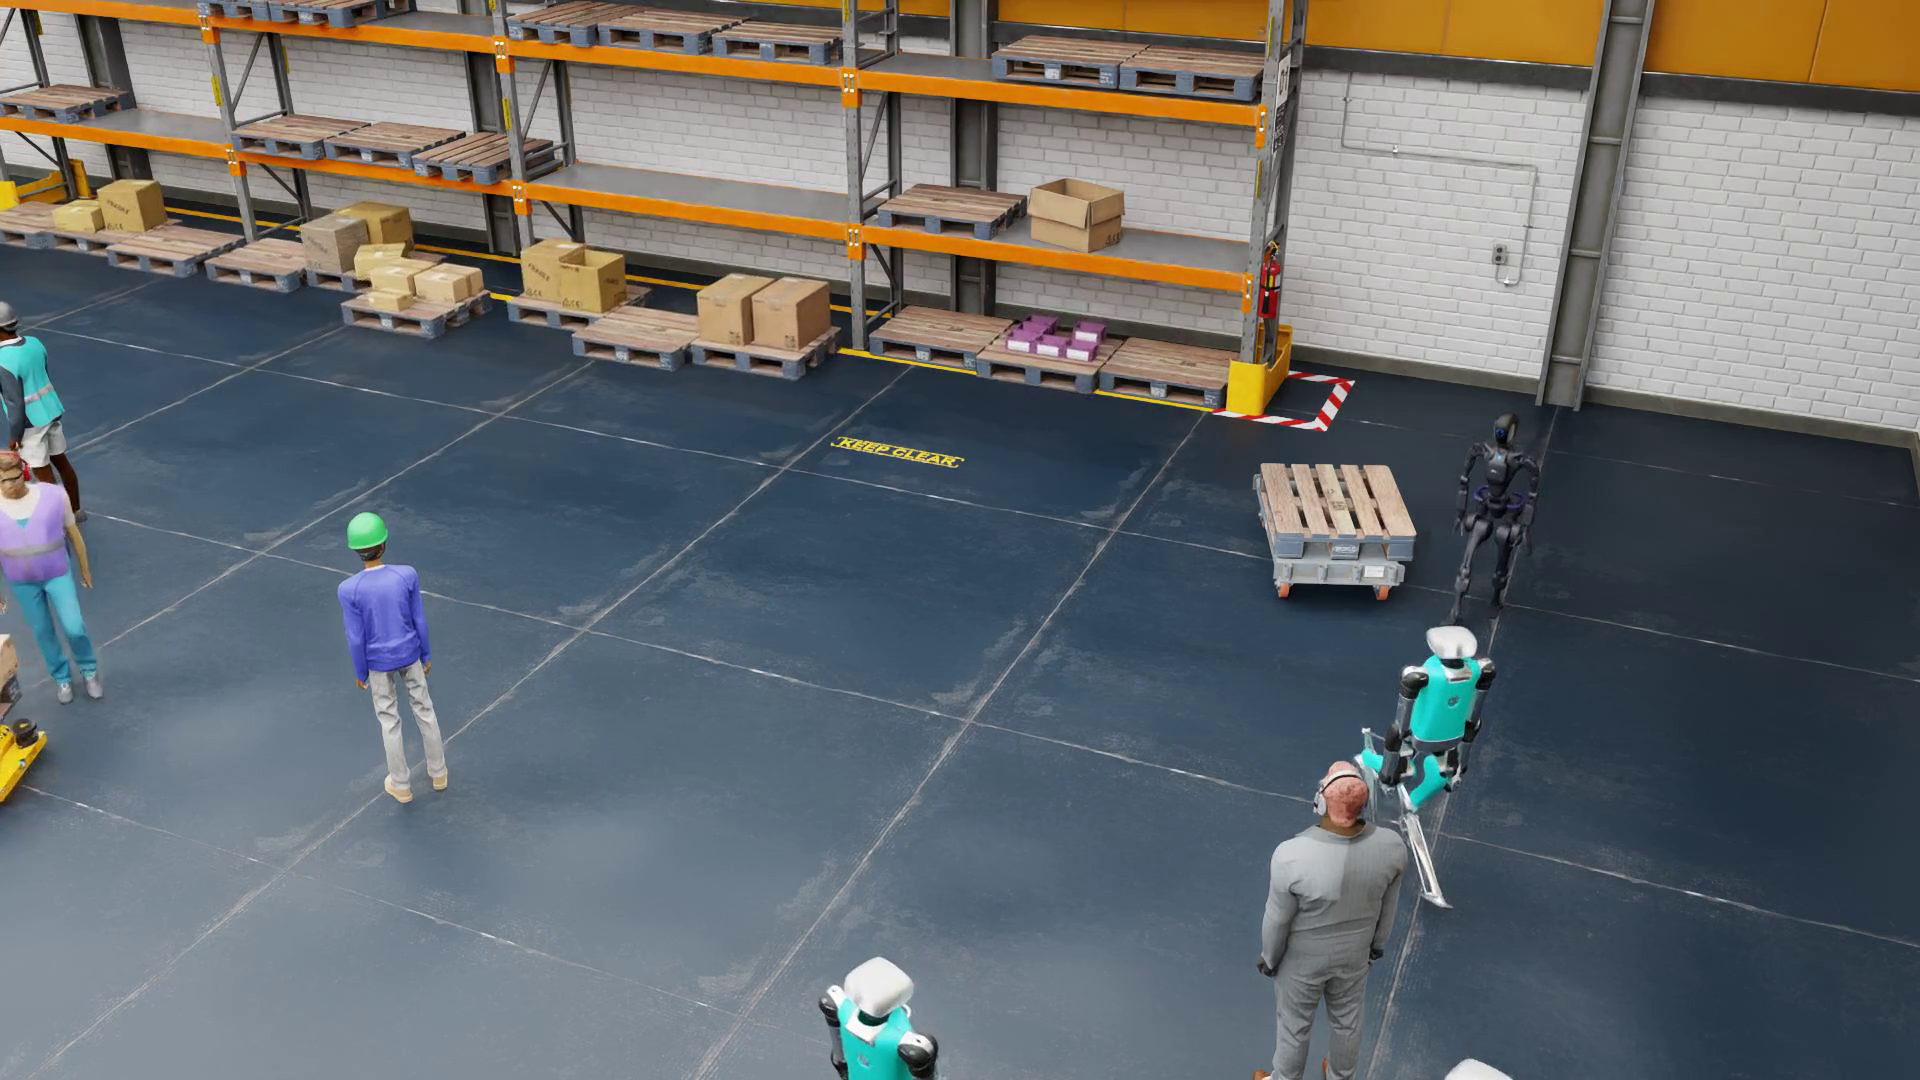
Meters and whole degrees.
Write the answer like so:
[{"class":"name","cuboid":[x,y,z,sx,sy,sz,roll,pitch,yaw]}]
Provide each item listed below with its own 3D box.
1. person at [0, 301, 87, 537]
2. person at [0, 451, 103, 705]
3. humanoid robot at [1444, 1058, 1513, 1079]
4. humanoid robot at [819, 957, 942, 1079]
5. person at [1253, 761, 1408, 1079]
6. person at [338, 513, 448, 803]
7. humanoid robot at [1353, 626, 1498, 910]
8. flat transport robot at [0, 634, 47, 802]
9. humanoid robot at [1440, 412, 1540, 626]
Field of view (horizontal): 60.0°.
[{"class":"person","cuboid":[-7.194,-0.941,12.937,0.423,1.939,0.554,2,27,3]},{"class":"person","cuboid":[-5.940,0.256,10.730,0.578,1.827,0.497,-11,29,-20]},{"class":"humanoid robot","cuboid":[1.966,2.566,6.406,0.538,1.763,1.029,18,32,31]},{"class":"humanoid robot","cuboid":[-0.156,2.305,6.851,0.546,1.720,1.007,19,33,32]},{"class":"person","cuboid":[1.655,1.833,7.594,0.641,1.908,0.413,-6,28,-12]},{"class":"person","cuboid":[-3.362,0.701,9.829,0.460,1.870,0.358,-16,31,-28]},{"class":"humanoid robot","cuboid":[2.474,1.154,9.124,0.548,1.736,1.044,-7,28,-13]},{"class":"flat transport robot","cuboid":[-6.509,1.388,10.241,1.431,0.231,0.659,-2,27,-4]},{"class":"humanoid robot","cuboid":[3.753,-0.134,11.678,0.589,1.633,0.655,17,32,30]}]
